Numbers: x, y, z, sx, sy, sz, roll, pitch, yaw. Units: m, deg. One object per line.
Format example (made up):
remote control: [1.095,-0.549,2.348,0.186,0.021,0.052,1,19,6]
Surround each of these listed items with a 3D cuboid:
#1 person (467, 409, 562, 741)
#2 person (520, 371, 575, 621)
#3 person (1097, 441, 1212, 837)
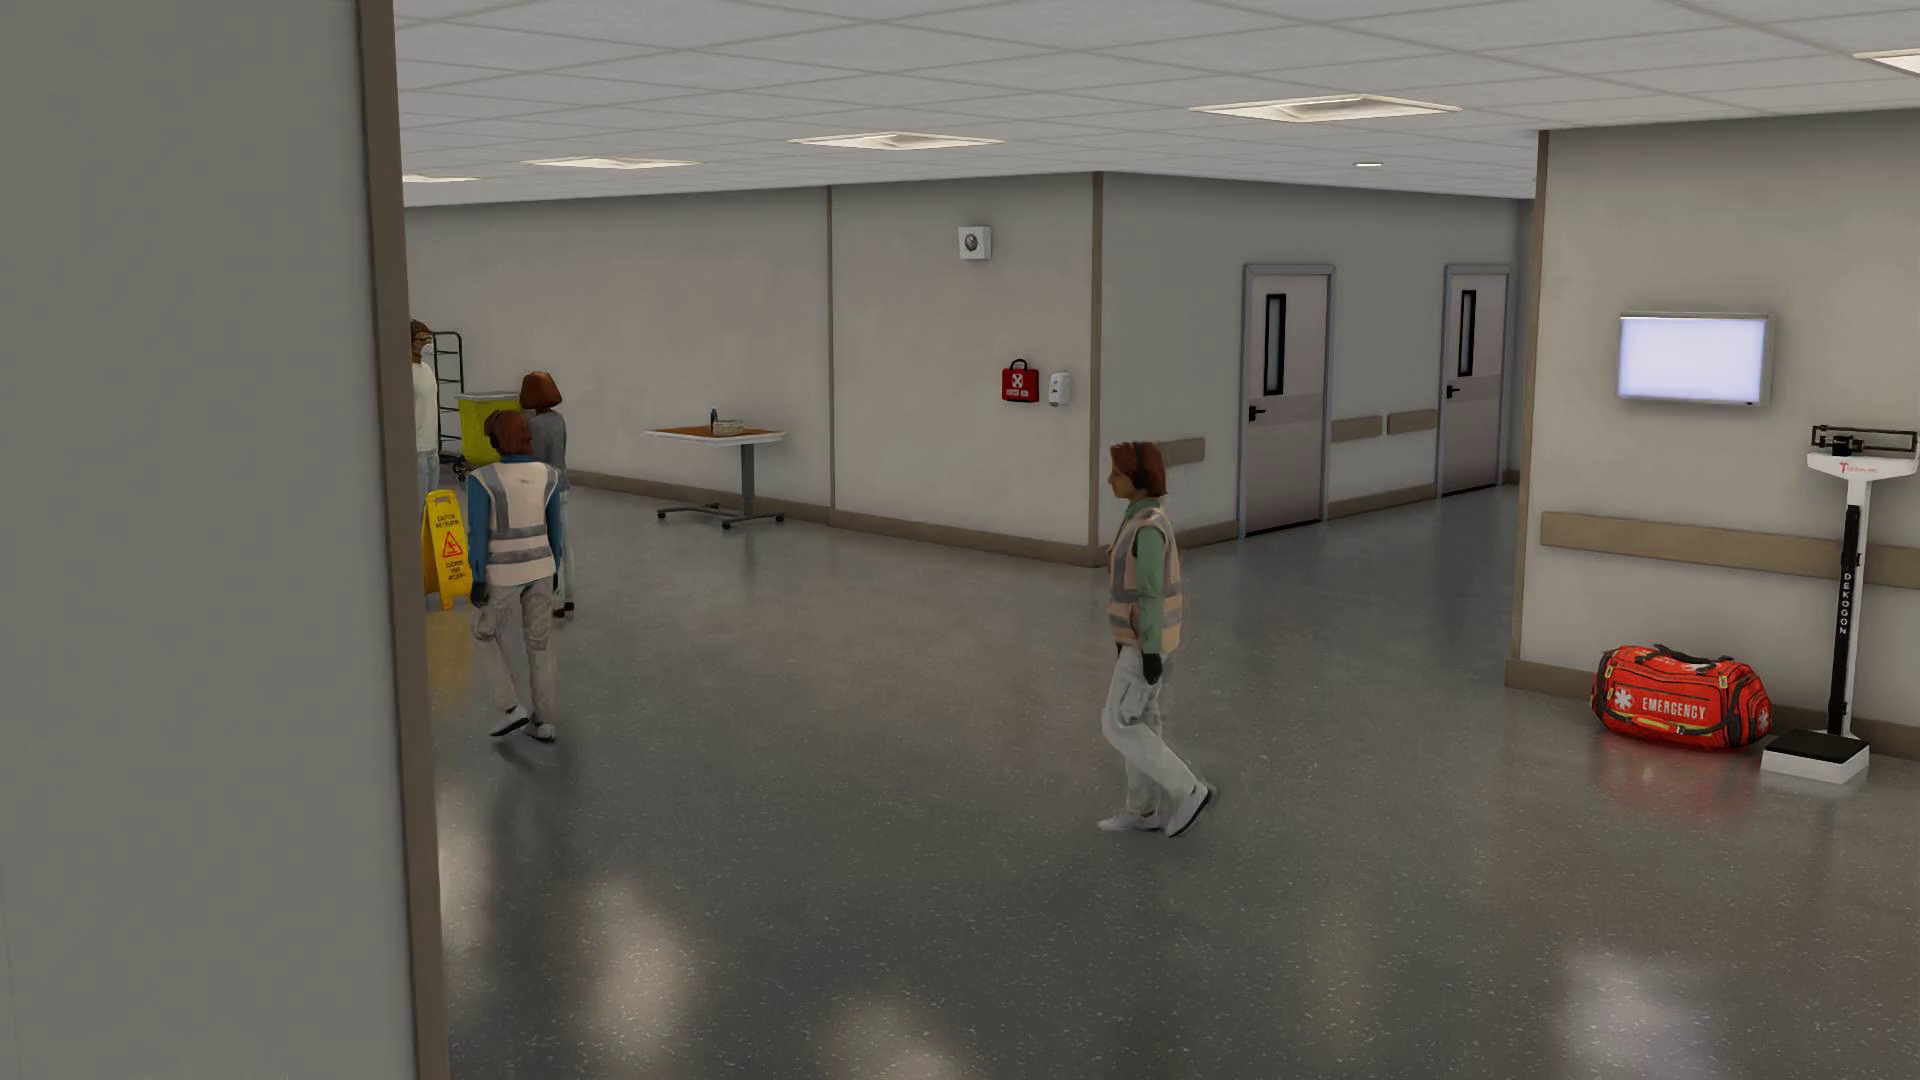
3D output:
person: [-2.151,0.181,8.071,0.396,1.622,0.538,9,13,42]
person: [-2.712,-0.284,10.895,0.286,1.634,0.500,1,9,8]
person: [0.743,0.412,6.662,0.396,1.630,0.528,1,9,4]
